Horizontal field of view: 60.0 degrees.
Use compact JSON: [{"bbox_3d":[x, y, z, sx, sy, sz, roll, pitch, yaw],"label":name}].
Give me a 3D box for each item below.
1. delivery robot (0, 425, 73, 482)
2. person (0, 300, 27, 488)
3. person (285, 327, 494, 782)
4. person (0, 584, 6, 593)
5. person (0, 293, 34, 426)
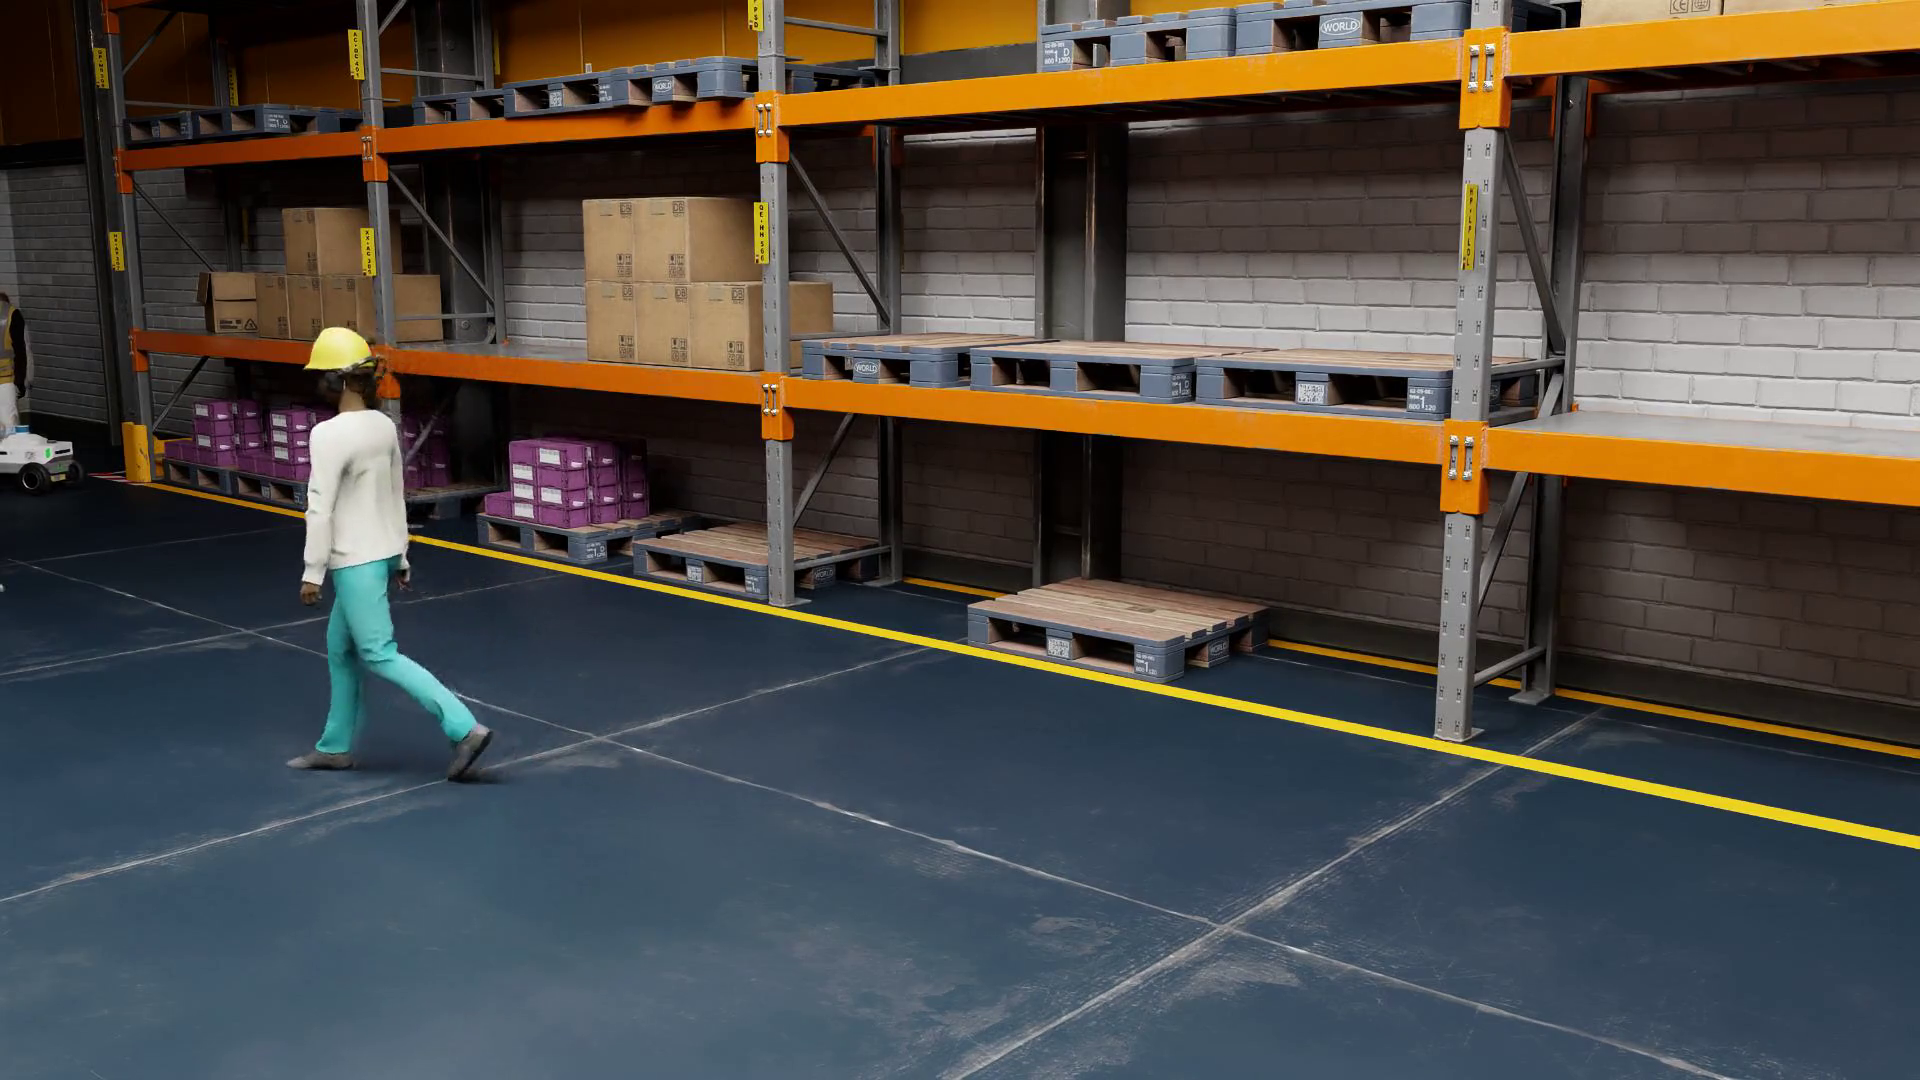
[{"bbox_3d":[-7.748,-0.709,13.780,0.707,0.478,0.477,2,10,10],"label":"delivery robot"},{"bbox_3d":[-8.200,-1.345,14.005,0.621,1.845,0.429,-3,10,-15],"label":"person"},{"bbox_3d":[-2.190,0.066,6.281,0.843,1.737,0.527,1,10,5],"label":"person"},{"bbox_3d":[-5.951,-0.508,9.683,0.566,1.681,0.539,2,10,14],"label":"person"},{"bbox_3d":[-9.071,-1.538,15.767,0.524,1.596,0.721,-6,12,-30],"label":"person"}]
